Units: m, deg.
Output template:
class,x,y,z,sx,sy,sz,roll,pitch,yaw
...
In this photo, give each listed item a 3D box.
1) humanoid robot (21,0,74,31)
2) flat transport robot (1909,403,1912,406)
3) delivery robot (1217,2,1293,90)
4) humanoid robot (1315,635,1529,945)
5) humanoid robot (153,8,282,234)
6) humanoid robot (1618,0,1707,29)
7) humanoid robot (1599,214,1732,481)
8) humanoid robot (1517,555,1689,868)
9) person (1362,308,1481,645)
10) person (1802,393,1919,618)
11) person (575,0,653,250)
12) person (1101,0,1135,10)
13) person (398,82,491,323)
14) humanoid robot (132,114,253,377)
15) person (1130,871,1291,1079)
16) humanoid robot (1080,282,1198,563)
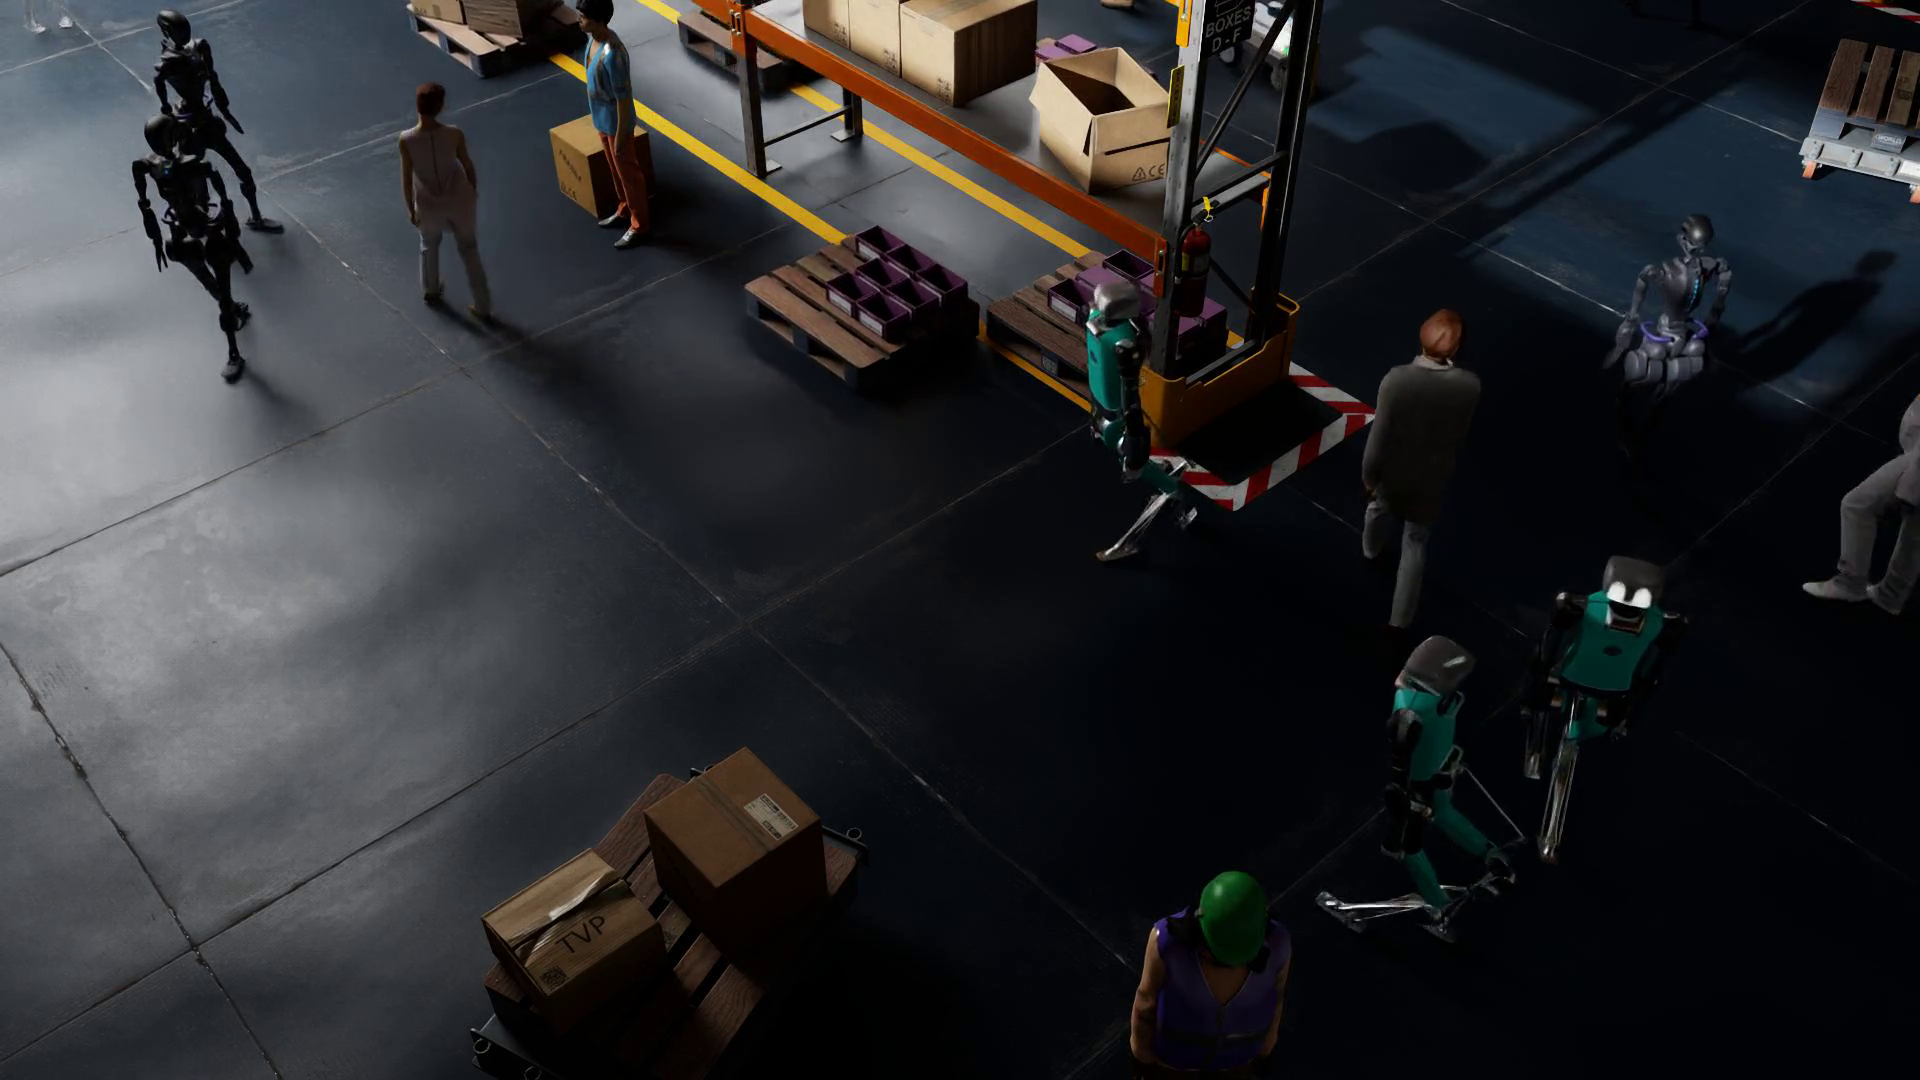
class,x,y,z,sx,sy,sz,roll,pitch,yaw
humanoid robot,-7.614,-4.912,13.329,0.534,1.763,0.683,-33,52,-30
flat transport robot,6.467,-0.989,10.171,1.431,0.231,0.659,-31,51,-29
delivery robot,2.452,-3.978,13.214,0.499,0.598,0.789,-24,48,-24
humanoid robot,1.983,1.142,6.763,0.892,1.752,0.551,25,48,25
humanoid robot,-5.036,-2.744,11.045,0.556,1.636,0.593,13,44,14
humanoid robot,5.895,-4.972,13.490,0.755,1.625,0.585,8,43,9
humanoid robot,3.906,-1.016,9.154,0.598,1.644,0.473,-4,43,-4
humanoid robot,2.743,0.610,7.354,0.538,1.728,1.007,10,44,11
person,2.268,-0.338,8.347,0.495,1.793,0.960,7,43,7
person,4.829,-0.402,8.342,0.655,1.882,0.564,-23,47,-23
person,-2.307,-2.778,11.010,0.326,1.767,0.488,-20,46,-20
person,1.392,-5.307,13.703,0.326,1.844,0.509,15,45,15
person,-3.273,-2.135,10.401,0.518,1.617,0.617,-15,45,-16
humanoid robot,-4.626,-1.836,10.085,0.588,1.622,0.784,-1,43,-1
person,0.868,1.776,5.941,0.533,1.925,0.418,-2,43,-2
humanoid robot,1.040,-0.579,8.695,0.856,1.852,0.557,-14,45,-15
